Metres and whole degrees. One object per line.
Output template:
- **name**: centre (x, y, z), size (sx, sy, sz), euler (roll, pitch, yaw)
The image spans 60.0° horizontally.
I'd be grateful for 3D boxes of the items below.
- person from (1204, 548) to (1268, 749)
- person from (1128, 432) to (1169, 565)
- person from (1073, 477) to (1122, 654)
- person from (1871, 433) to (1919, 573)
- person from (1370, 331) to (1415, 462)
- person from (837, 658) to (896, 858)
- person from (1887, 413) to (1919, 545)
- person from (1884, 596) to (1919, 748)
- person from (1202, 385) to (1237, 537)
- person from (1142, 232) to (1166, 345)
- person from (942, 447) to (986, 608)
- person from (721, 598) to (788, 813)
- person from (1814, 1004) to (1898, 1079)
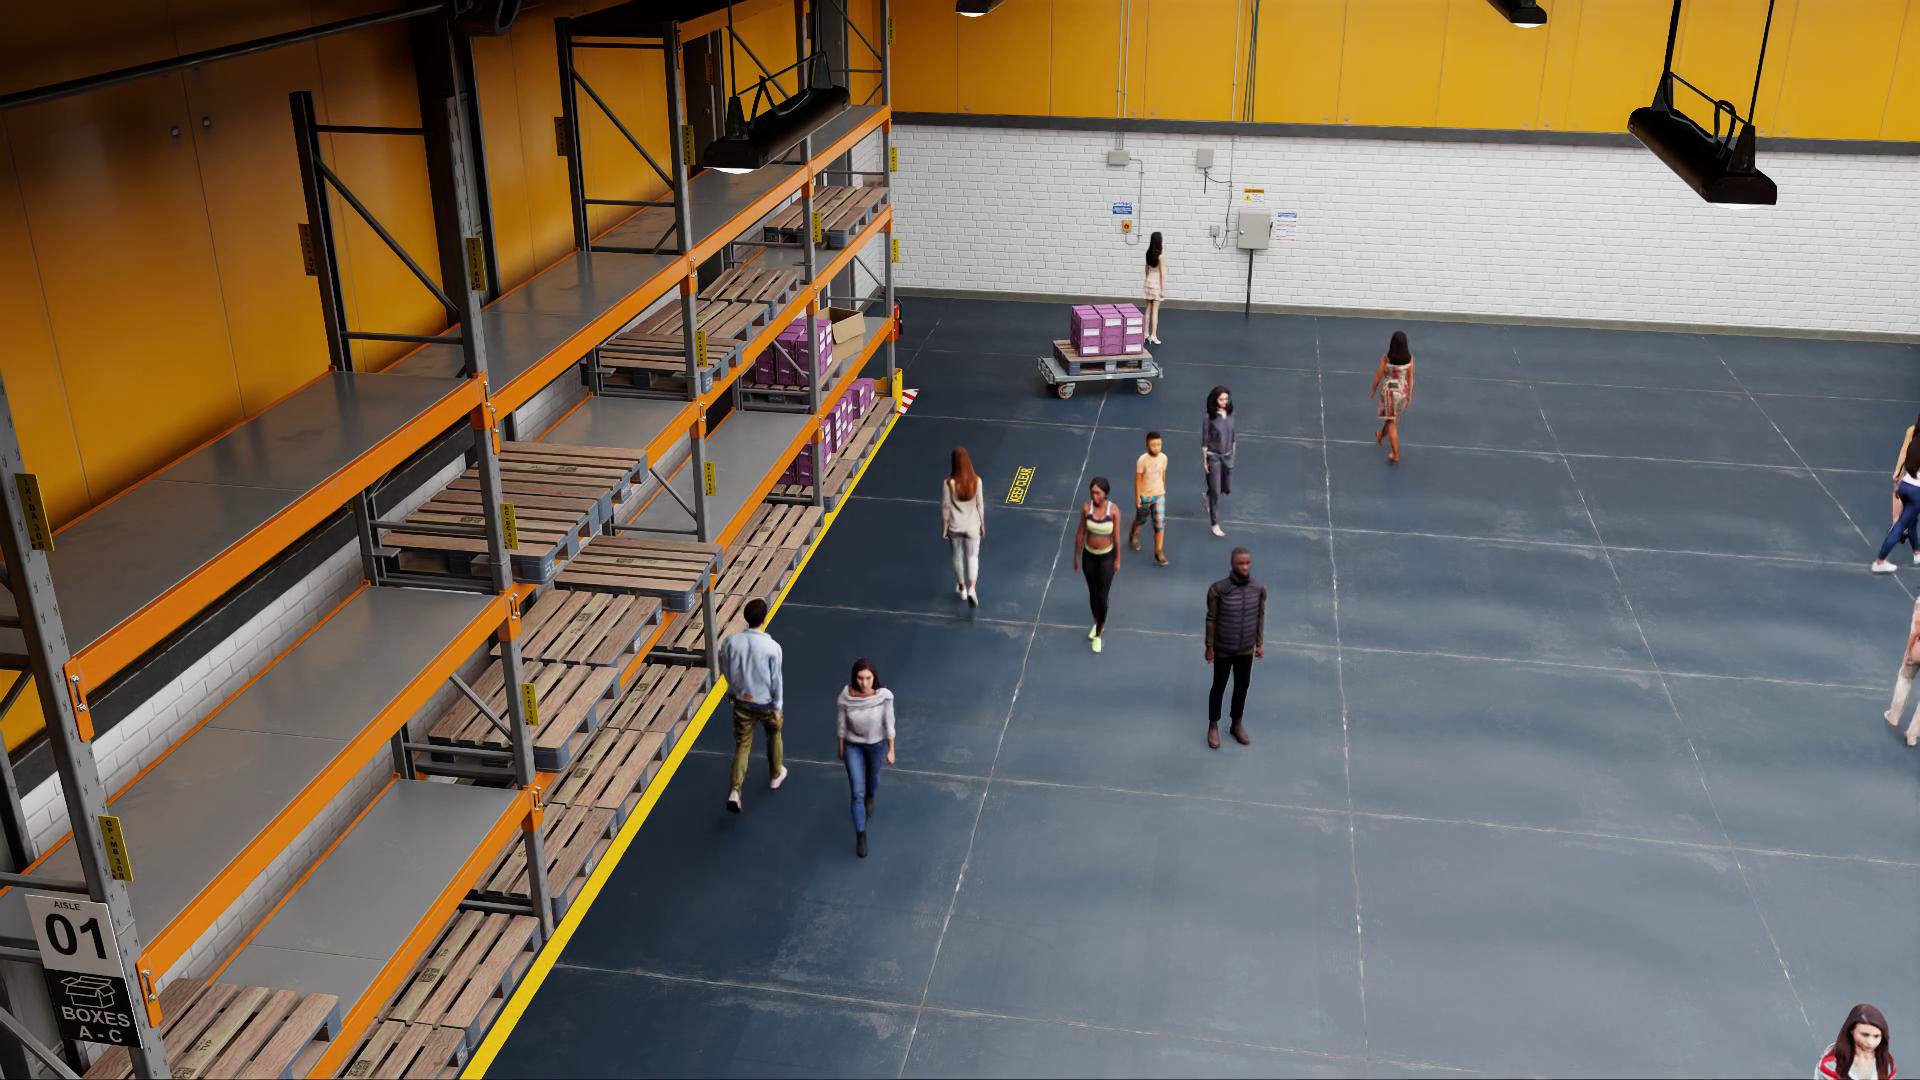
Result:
- **person**: centre (2.366, 0.914, 14.387), size (0.769, 1.836, 0.725), euler (-5, 24, -12)
- **person**: centre (2.041, -0.506, 18.134), size (0.841, 1.437, 1.057), euler (-7, 25, -16)
- **person**: centre (1.376, 0.168, 16.222), size (0.678, 1.734, 0.884), euler (9, 25, 19)
- **person**: centre (10.028, -0.456, 17.646), size (0.885, 1.737, 1.048), euler (-3, 24, -8)
- **person**: centre (5.449, -1.764, 20.817), size (0.855, 1.593, 1.195), euler (-3, 24, -8)
- **person**: centre (-0.743, 1.613, 13.102), size (0.810, 1.586, 1.133), euler (-2, 24, -5)
- **person**: centre (10.567, -0.712, 18.362), size (0.593, 1.631, 0.603), euler (5, 24, 12)
- **person**: centre (8.392, 1.005, 14.337), size (0.680, 1.710, 0.797), euler (8, 25, 19)
- **person**: centre (2.847, -0.931, 18.727), size (0.843, 1.740, 0.957), euler (-11, 26, -23)
- **person**: centre (2.957, -3.855, 25.423), size (0.716, 1.735, 0.650), euler (-14, 27, -29)
- **person**: centre (0.056, -0.095, 16.880), size (0.740, 1.688, 0.947), euler (-2, 24, -5)
- **person**: centre (-1.689, 1.354, 13.446), size (0.695, 1.784, 1.117), euler (5, 24, 11)
- **person**: centre (4.913, 3.267, 9.286), size (0.615, 1.612, 0.533), euler (1, 24, 3)
